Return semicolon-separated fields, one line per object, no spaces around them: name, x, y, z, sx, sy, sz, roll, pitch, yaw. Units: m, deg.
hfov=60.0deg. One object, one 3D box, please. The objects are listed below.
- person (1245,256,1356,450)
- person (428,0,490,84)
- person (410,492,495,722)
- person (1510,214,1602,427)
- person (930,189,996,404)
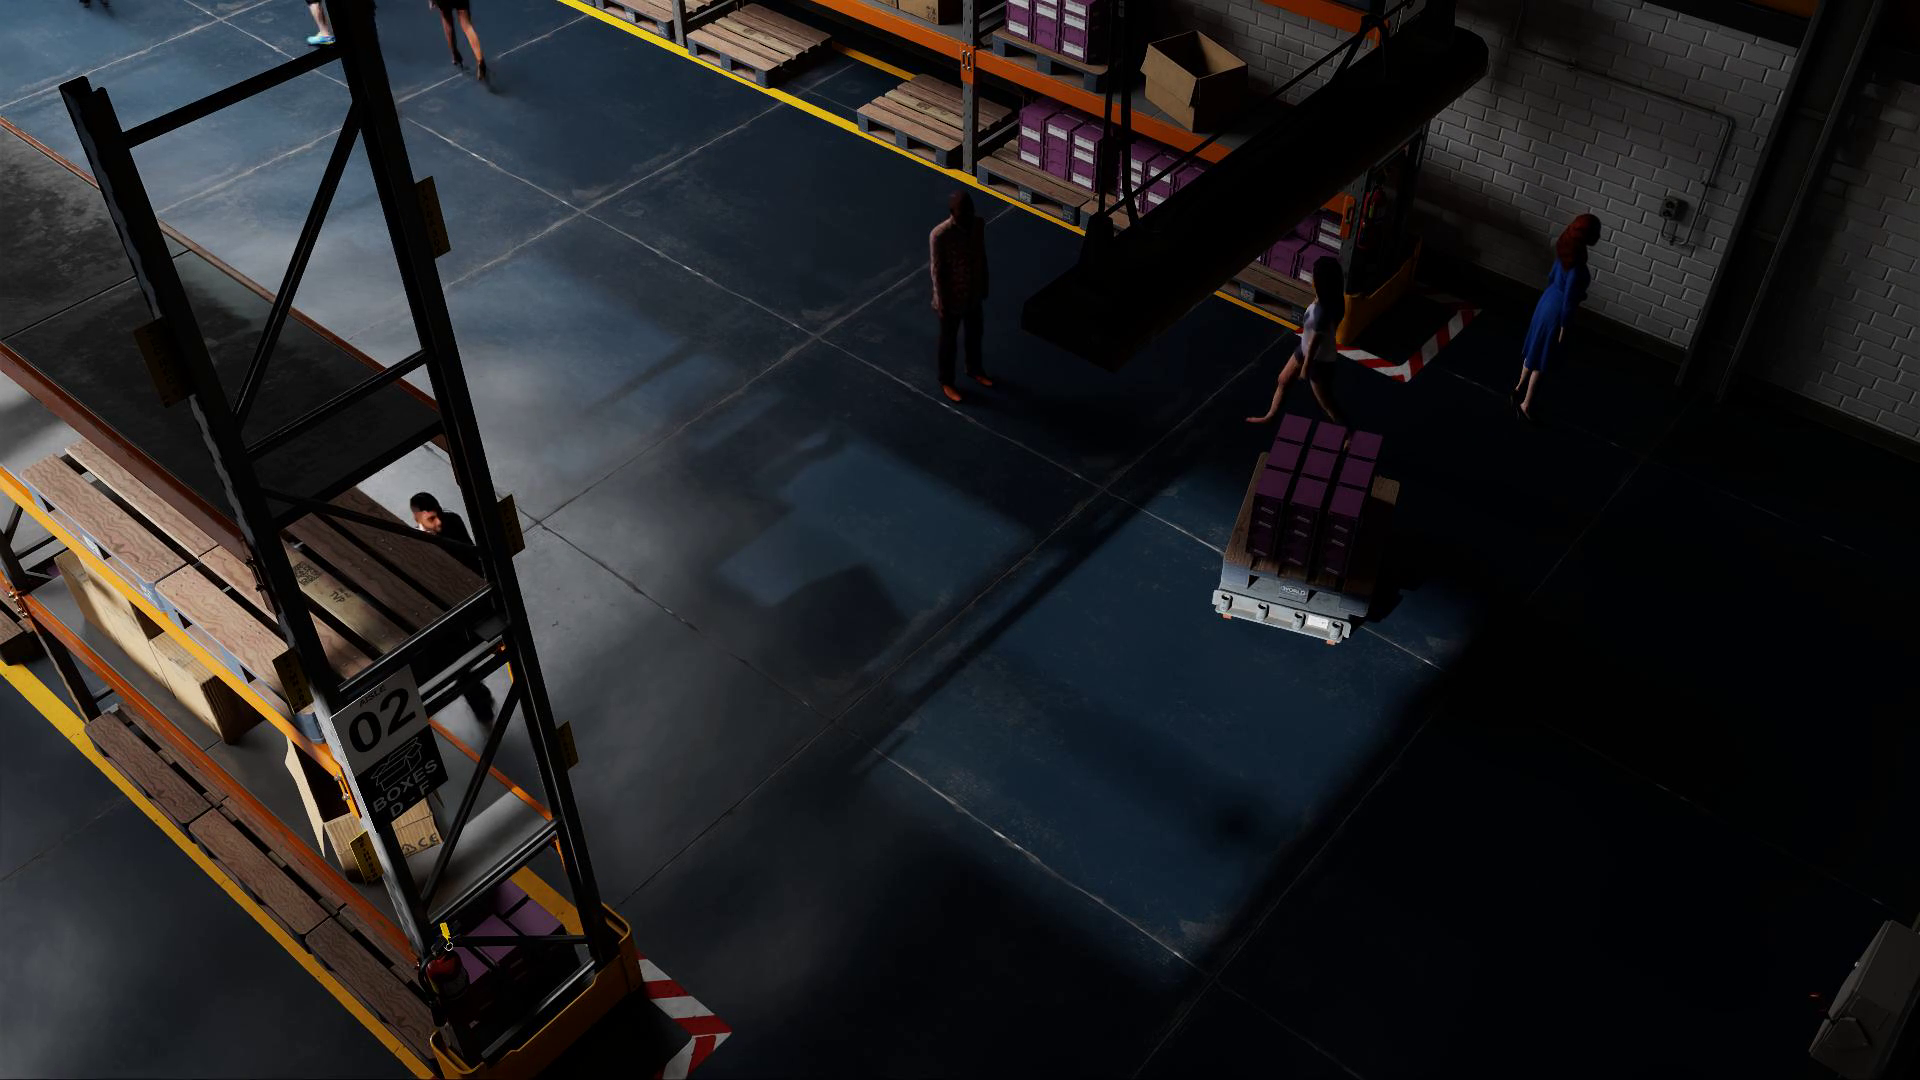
person;2.755;-1.341;12.438;1.213;1.659;0.901;12;45;13
person;-5.035;-5.418;16.632;0.869;1.779;1.162;-27;50;-26
person;-3.305;0.348;10.561;0.713;1.803;0.723;25;49;24
person;4.530;-1.687;12.680;0.752;1.827;0.718;3;44;3
person;-0.024;-1.941;12.962;0.744;1.805;0.686;-28;50;-27
